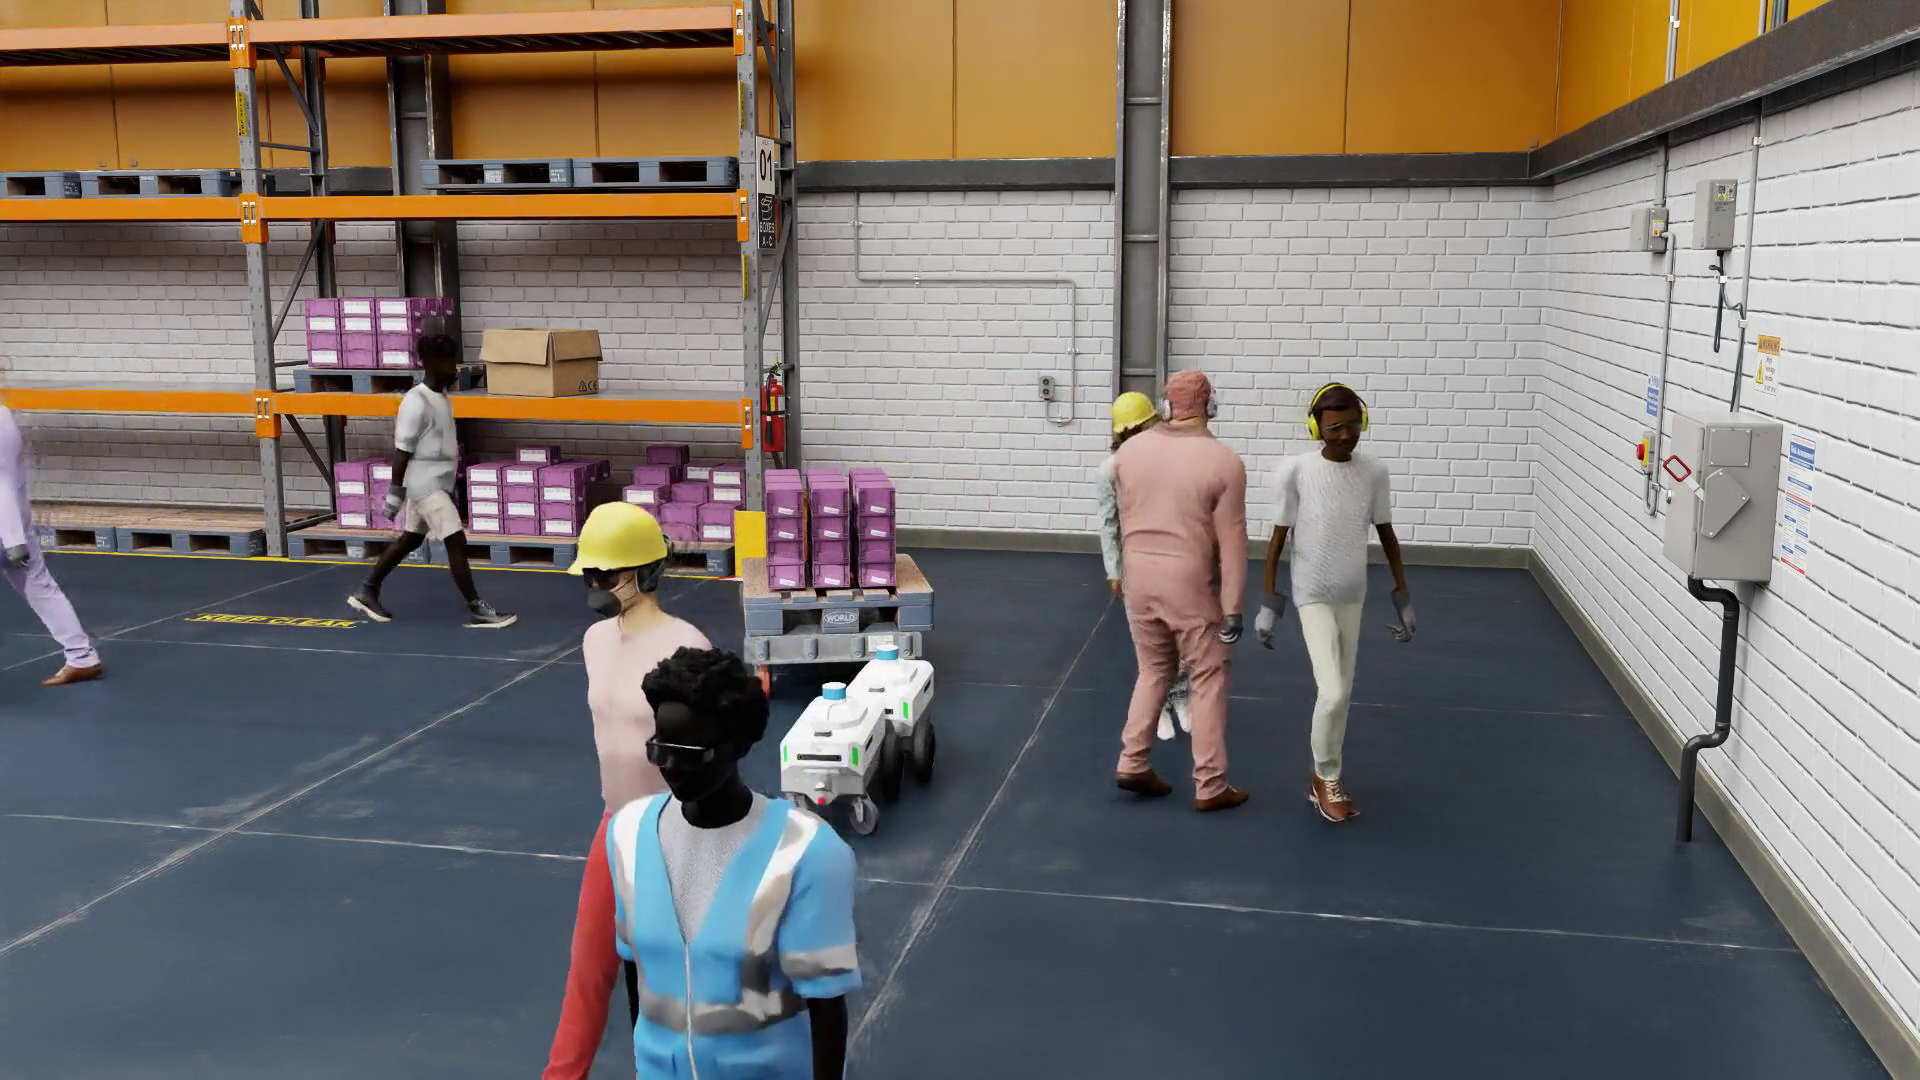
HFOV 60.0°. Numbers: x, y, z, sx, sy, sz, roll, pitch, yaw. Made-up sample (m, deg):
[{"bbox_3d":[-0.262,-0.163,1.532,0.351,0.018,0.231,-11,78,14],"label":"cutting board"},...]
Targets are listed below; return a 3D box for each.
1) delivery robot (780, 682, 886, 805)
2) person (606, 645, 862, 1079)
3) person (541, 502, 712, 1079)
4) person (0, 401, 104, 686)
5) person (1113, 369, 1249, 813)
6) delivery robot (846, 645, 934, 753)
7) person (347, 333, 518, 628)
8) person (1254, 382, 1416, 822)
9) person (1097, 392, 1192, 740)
[{"bbox_3d":[-0.527,0.845,7.004,0.477,0.478,0.707,1,9,6],"label":"delivery robot"},{"bbox_3d":[-0.405,0.996,3.090,0.539,1.656,0.865,3,10,20],"label":"person"},{"bbox_3d":[-0.814,0.753,4.358,0.540,1.716,0.926,7,12,38],"label":"person"},{"bbox_3d":[-5.209,-0.069,8.926,1.039,1.846,0.633,-4,10,-24],"label":"person"},{"bbox_3d":[0.939,0.214,7.127,0.665,1.876,0.452,8,12,38],"label":"person"},{"bbox_3d":[-0.334,0.729,7.697,0.477,0.478,0.707,1,10,8],"label":"delivery robot"},{"bbox_3d":[-3.444,-0.371,10.600,1.083,1.913,0.629,0,9,-2],"label":"person"},{"bbox_3d":[1.570,0.268,6.883,0.682,1.841,0.527,-3,10,-17],"label":"person"},{"bbox_3d":[0.920,0.131,8.076,0.521,1.710,0.382,0,9,0],"label":"person"}]
